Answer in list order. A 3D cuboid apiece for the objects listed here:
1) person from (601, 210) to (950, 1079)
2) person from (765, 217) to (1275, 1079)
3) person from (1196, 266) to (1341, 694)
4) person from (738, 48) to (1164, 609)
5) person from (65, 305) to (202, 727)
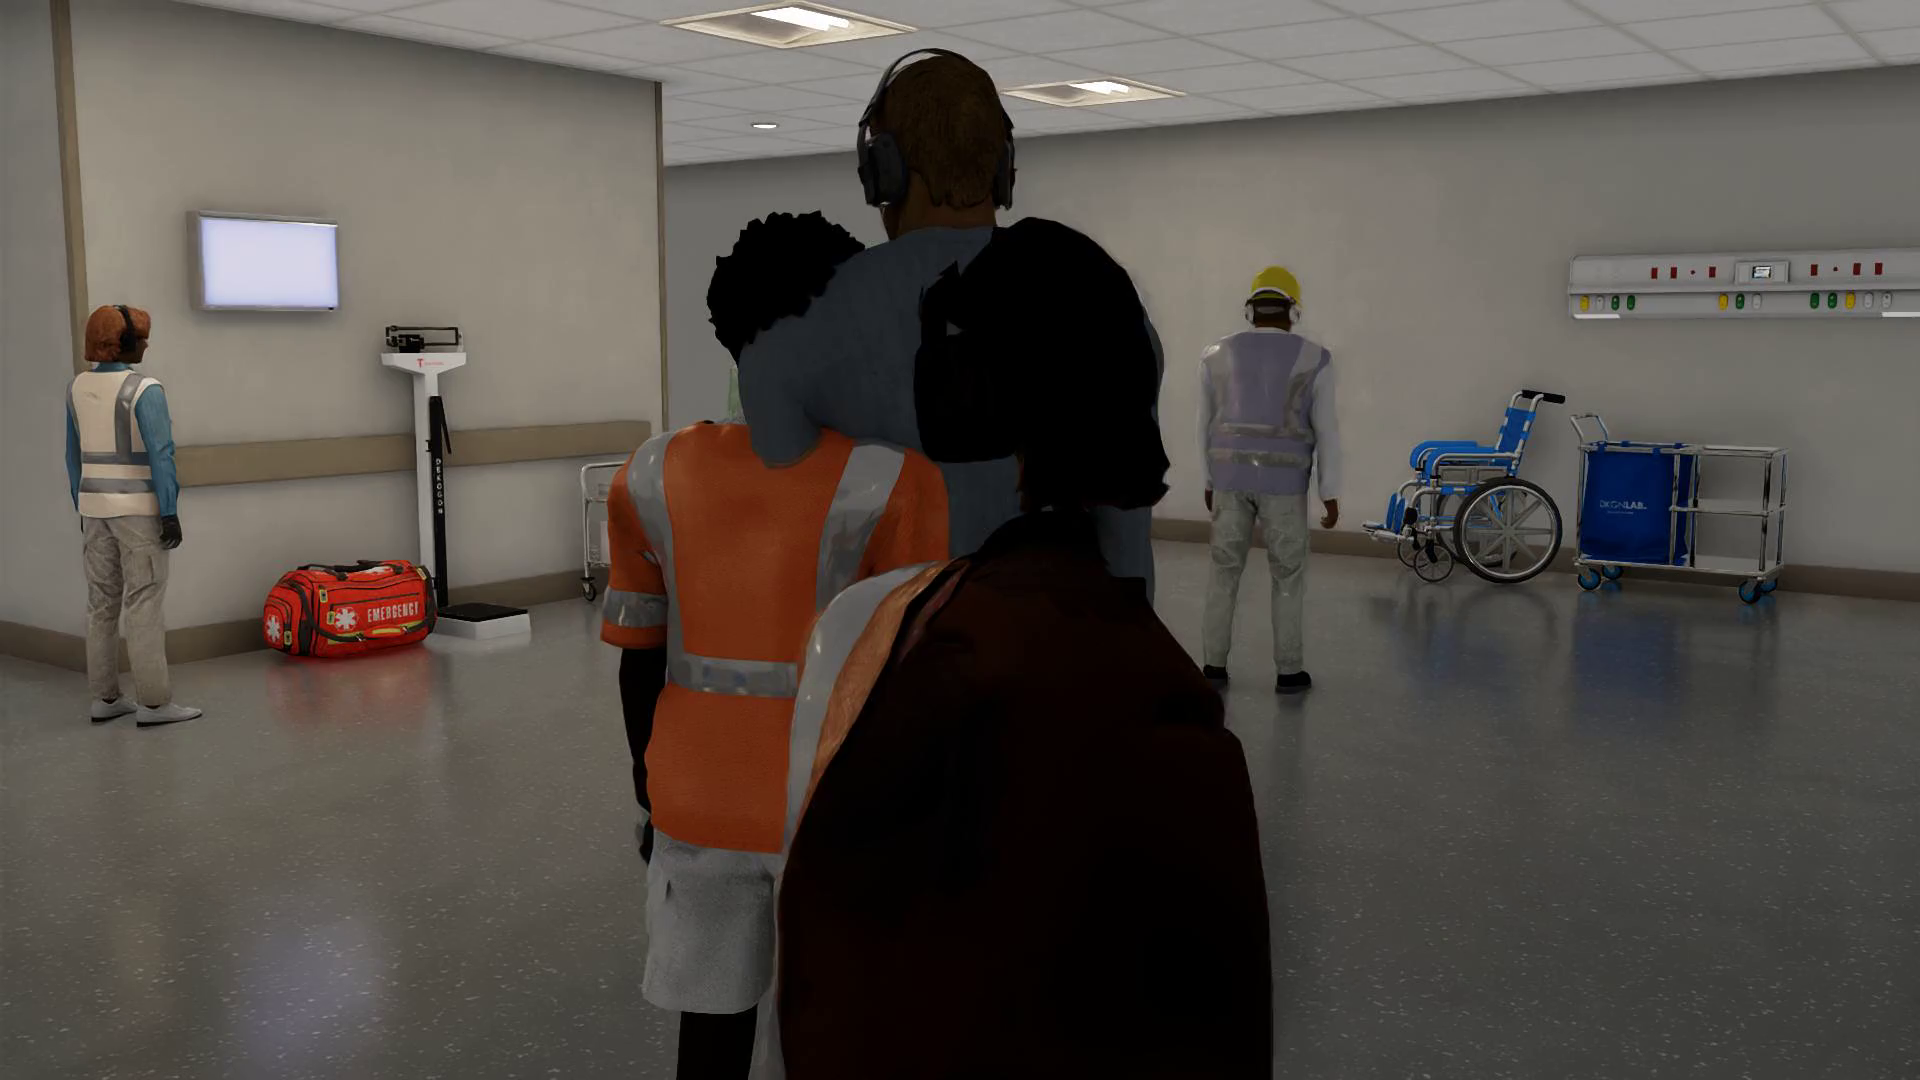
[{"bbox_3d":[-0.241,0.393,2.359,0.539,1.695,0.318,3,8,20],"label":"person"},{"bbox_3d":[0.050,0.587,1.037,0.311,1.636,0.522,-6,9,-38],"label":"person"},{"bbox_3d":[1.307,-0.246,7.053,0.626,1.811,0.451,3,8,24],"label":"person"},{"bbox_3d":[-0.015,0.271,2.419,0.631,1.932,0.364,-2,7,-19],"label":"person"},{"bbox_3d":[-3.249,-0.091,6.483,0.525,1.639,0.307,3,8,23],"label":"person"}]
